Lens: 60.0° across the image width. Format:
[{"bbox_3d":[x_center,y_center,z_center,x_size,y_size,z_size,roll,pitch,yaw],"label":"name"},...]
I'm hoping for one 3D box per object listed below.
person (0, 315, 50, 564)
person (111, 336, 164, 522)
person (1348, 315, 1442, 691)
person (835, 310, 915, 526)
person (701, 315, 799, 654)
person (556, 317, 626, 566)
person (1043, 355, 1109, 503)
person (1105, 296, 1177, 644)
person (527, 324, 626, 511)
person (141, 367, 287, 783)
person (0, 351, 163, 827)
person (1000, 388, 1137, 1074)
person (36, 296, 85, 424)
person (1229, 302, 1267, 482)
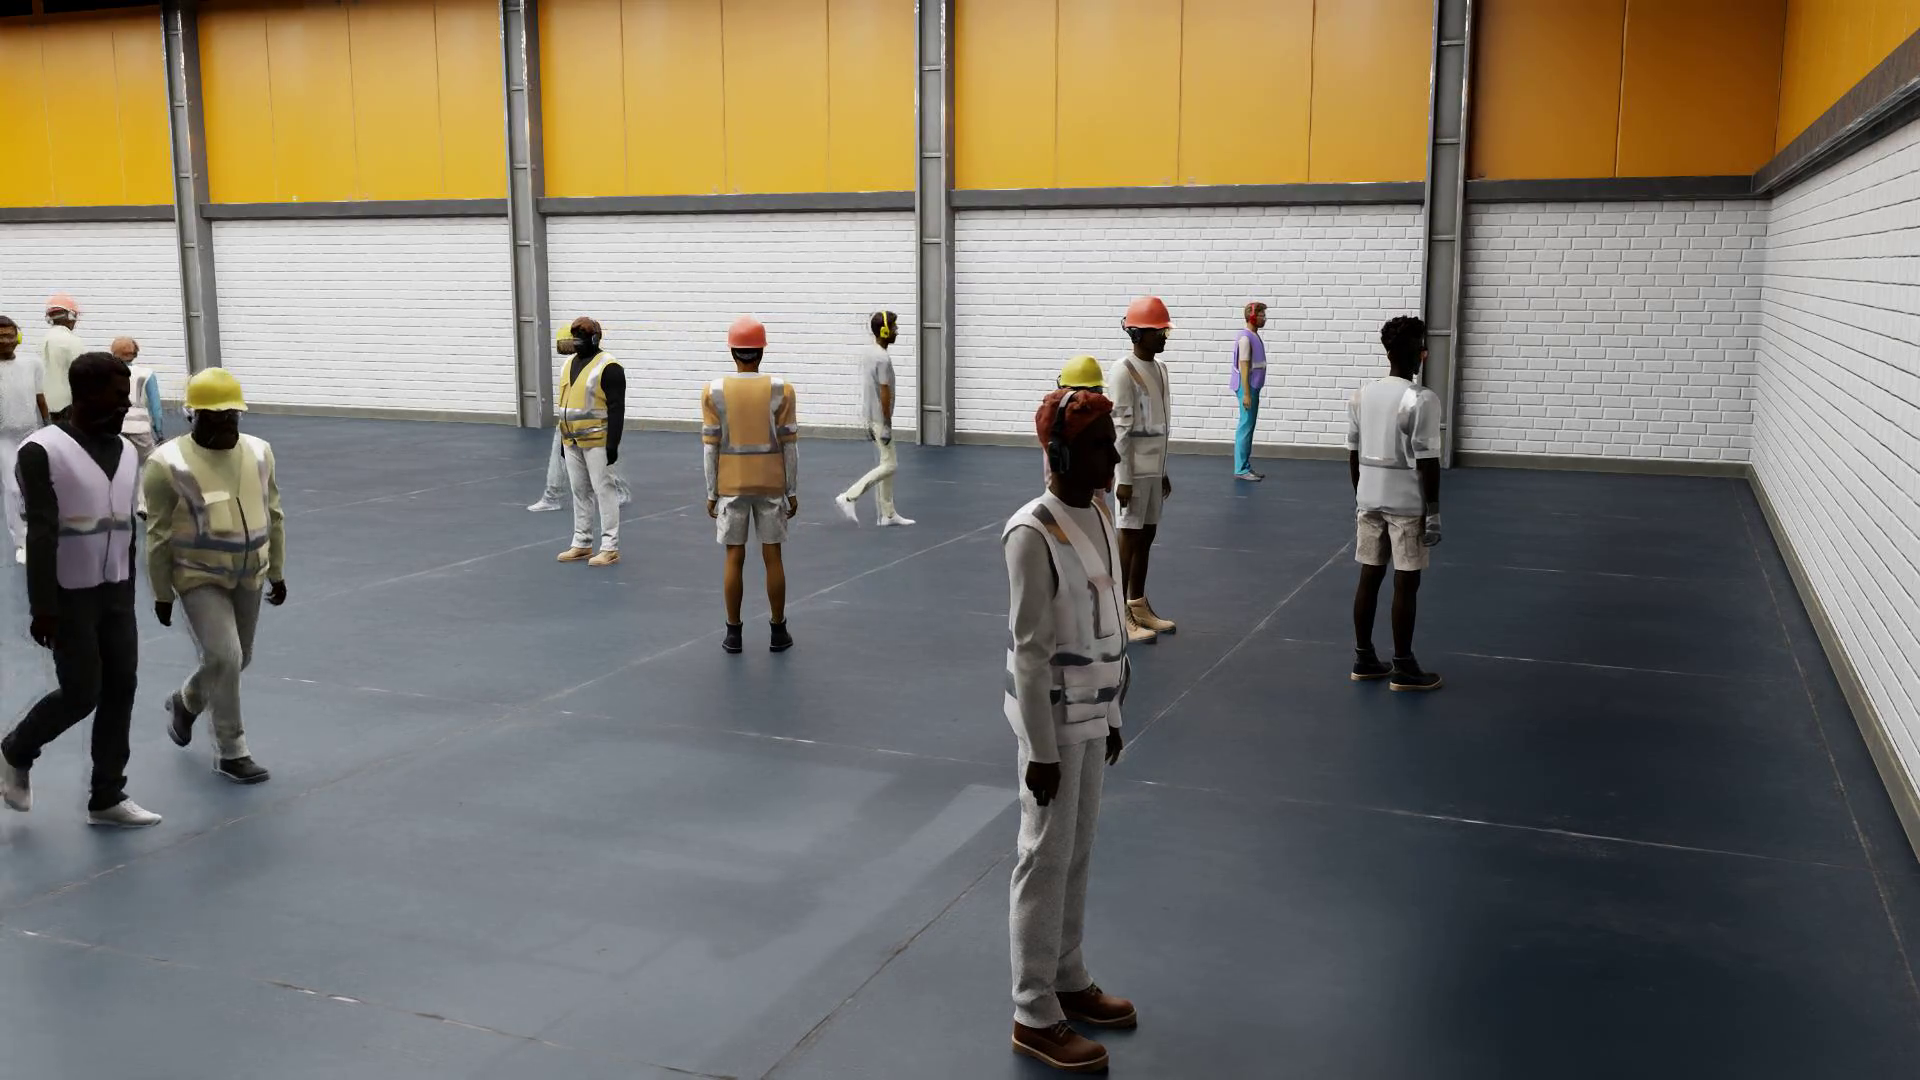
[{"bbox_3d":[-7.147,-0.769,12.562,0.509,1.857,0.646,-9,13,-43],"label":"person"},{"bbox_3d":[-7.097,-0.926,14.216,0.550,1.623,0.349,-2,10,-14],"label":"person"},{"bbox_3d":[2.296,-0.194,8.740,0.366,1.966,0.607,-6,11,-32],"label":"person"},{"bbox_3d":[-0.716,-1.011,14.065,0.624,1.853,0.513,-3,10,-18],"label":"person"},{"bbox_3d":[-1.196,-0.312,9.532,0.545,1.942,0.351,-1,9,-6],"label":"person"},{"bbox_3d":[-2.766,-0.732,12.371,0.630,1.846,0.429,7,12,36],"label":"person"},{"bbox_3d":[0.614,-0.069,8.594,0.310,1.769,0.523,6,11,34],"label":"person"},{"bbox_3d":[1.097,-0.419,9.871,0.374,2.043,0.613,5,11,30],"label":"person"},{"bbox_3d":[-3.491,-1.122,15.161,0.891,1.702,0.487,-8,12,-39],"label":"person"},{"bbox_3d":[-3.315,0.129,7.313,0.792,1.794,0.597,6,11,32],"label":"person"},{"bbox_3d":[-3.501,0.200,6.584,0.596,1.889,0.634,2,10,14],"label":"person"},{"bbox_3d":[0.311,0.519,4.674,0.356,1.883,0.574,4,10,22],"label":"person"},{"bbox_3d":[-7.979,-1.203,14.934,0.801,1.947,0.423,7,12,37],"label":"person"},{"bbox_3d":[2.989,-1.535,17.234,0.375,1.842,0.573,3,10,18],"label":"person"}]
